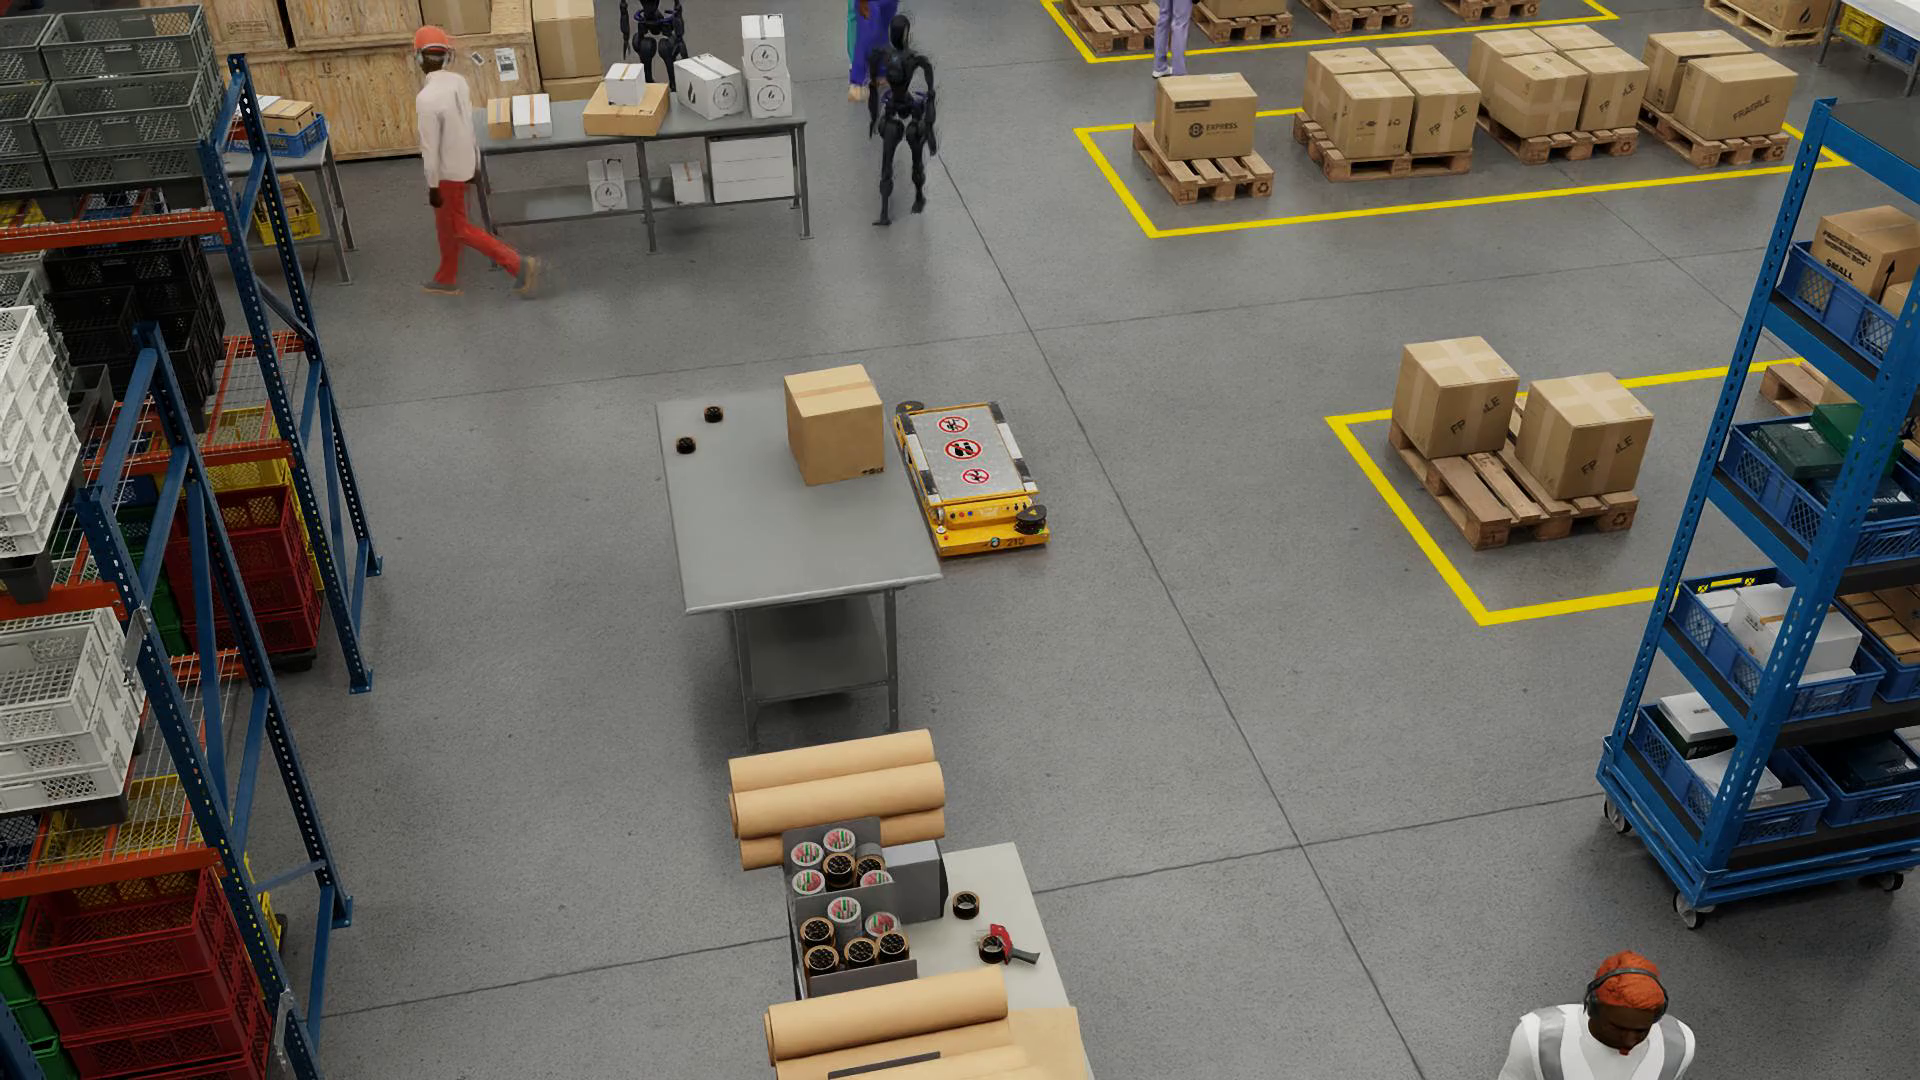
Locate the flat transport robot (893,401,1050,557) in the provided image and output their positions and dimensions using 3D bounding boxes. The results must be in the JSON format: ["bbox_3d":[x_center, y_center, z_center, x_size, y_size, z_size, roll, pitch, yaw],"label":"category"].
[{"bbox_3d":[0.046,-0.430,10.108,0.652,0.197,1.431,-8,37,-10],"label":"flat transport robot"}]

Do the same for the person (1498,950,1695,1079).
[{"bbox_3d":[2.003,2.022,5.483,0.582,1.882,0.348,0,37,0],"label":"person"}]

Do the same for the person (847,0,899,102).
[{"bbox_3d":[-0.703,-4.952,14.726,0.534,2.000,0.782,19,41,24],"label":"person"}]

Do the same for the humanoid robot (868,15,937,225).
[{"bbox_3d":[-0.435,-3.188,12.692,0.608,1.627,0.772,10,38,13],"label":"humanoid robot"}]

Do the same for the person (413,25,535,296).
[{"bbox_3d":[-3.500,-2.598,11.646,0.866,1.930,0.649,5,37,6],"label":"person"}]

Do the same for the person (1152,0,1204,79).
[{"bbox_3d":[1.989,-5.075,14.995,0.388,1.916,0.586,-20,41,-24],"label":"person"}]

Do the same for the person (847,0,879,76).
[{"bbox_3d":[-0.867,-5.145,15.212,0.524,1.769,0.313,19,41,23],"label":"person"}]

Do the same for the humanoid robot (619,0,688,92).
[{"bbox_3d":[-2.593,-4.282,14.125,0.579,1.651,0.308,7,37,9],"label":"humanoid robot"}]
